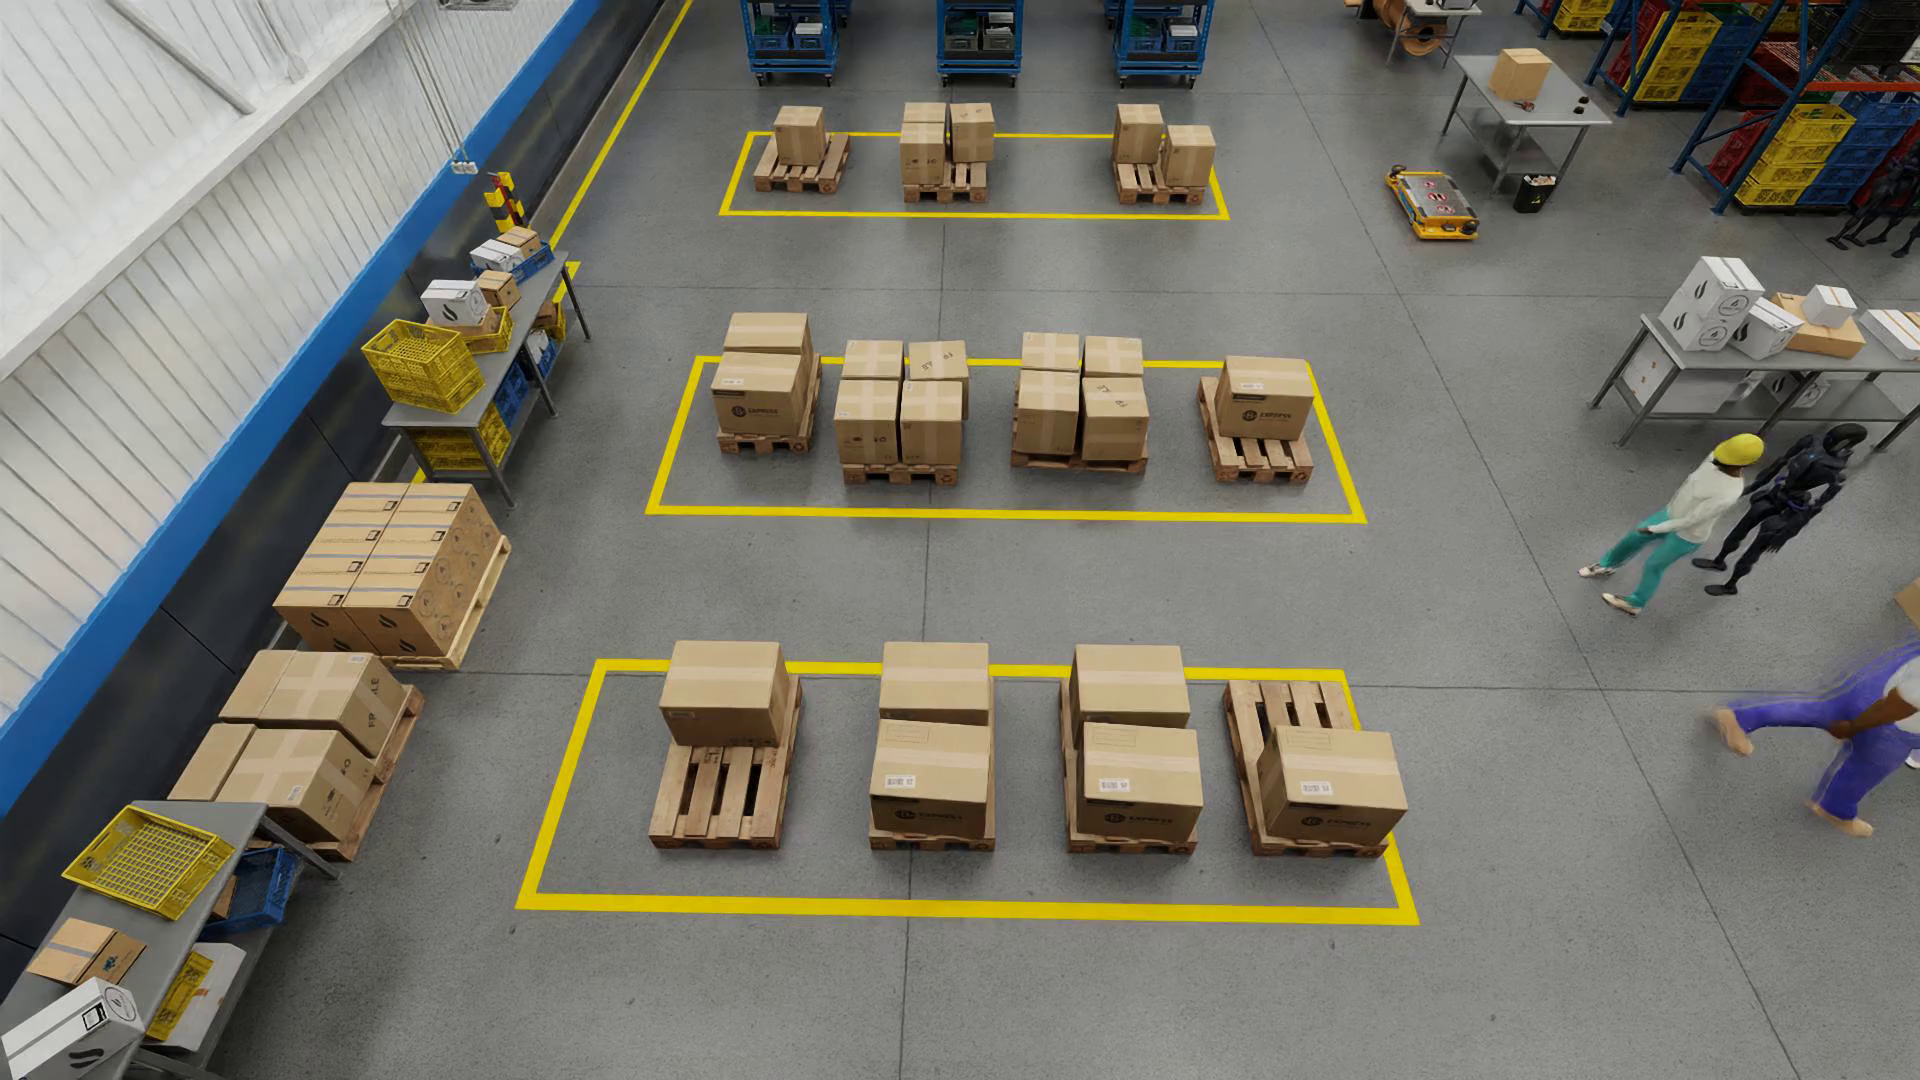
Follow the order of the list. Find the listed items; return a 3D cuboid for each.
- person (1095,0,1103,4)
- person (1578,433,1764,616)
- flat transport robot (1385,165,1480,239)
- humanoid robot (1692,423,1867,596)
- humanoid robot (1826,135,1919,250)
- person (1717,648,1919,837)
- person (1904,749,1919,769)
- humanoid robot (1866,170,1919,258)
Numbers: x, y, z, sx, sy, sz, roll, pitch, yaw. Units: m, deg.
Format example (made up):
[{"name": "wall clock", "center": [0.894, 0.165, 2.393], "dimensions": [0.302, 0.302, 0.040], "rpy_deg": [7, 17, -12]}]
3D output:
[{"name": "person", "center": [2.506, -9.843, 14.983], "dimensions": [0.354, 1.887, 0.572], "rpy_deg": [22, 53, 18]}, {"name": "person", "center": [5.178, -0.140, 6.678], "dimensions": [0.431, 1.739, 0.522], "rpy_deg": [9, 50, 8]}, {"name": "flat transport robot", "center": [5.692, -4.094, 11.059], "dimensions": [0.652, 0.197, 1.431], "rpy_deg": [1, 49, 1]}, {"name": "humanoid robot", "center": [6.071, -0.241, 6.808], "dimensions": [0.338, 1.651, 0.571], "rpy_deg": [5, 49, 4]}, {"name": "humanoid robot", "center": [10.315, -3.965, 10.034], "dimensions": [0.568, 1.653, 0.335], "rpy_deg": [-9, 50, -7]}, {"name": "person", "center": [5.621, 0.951, 5.539], "dimensions": [0.684, 2.000, 1.017], "rpy_deg": [-32, 56, -25]}, {"name": "person", "center": [6.710, 0.887, 5.668], "dimensions": [0.585, 1.928, 0.367], "rpy_deg": [18, 52, 15]}, {"name": "humanoid robot", "center": [10.695, -3.910, 9.984], "dimensions": [0.352, 1.649, 0.574], "rpy_deg": [-15, 51, -13]}]
